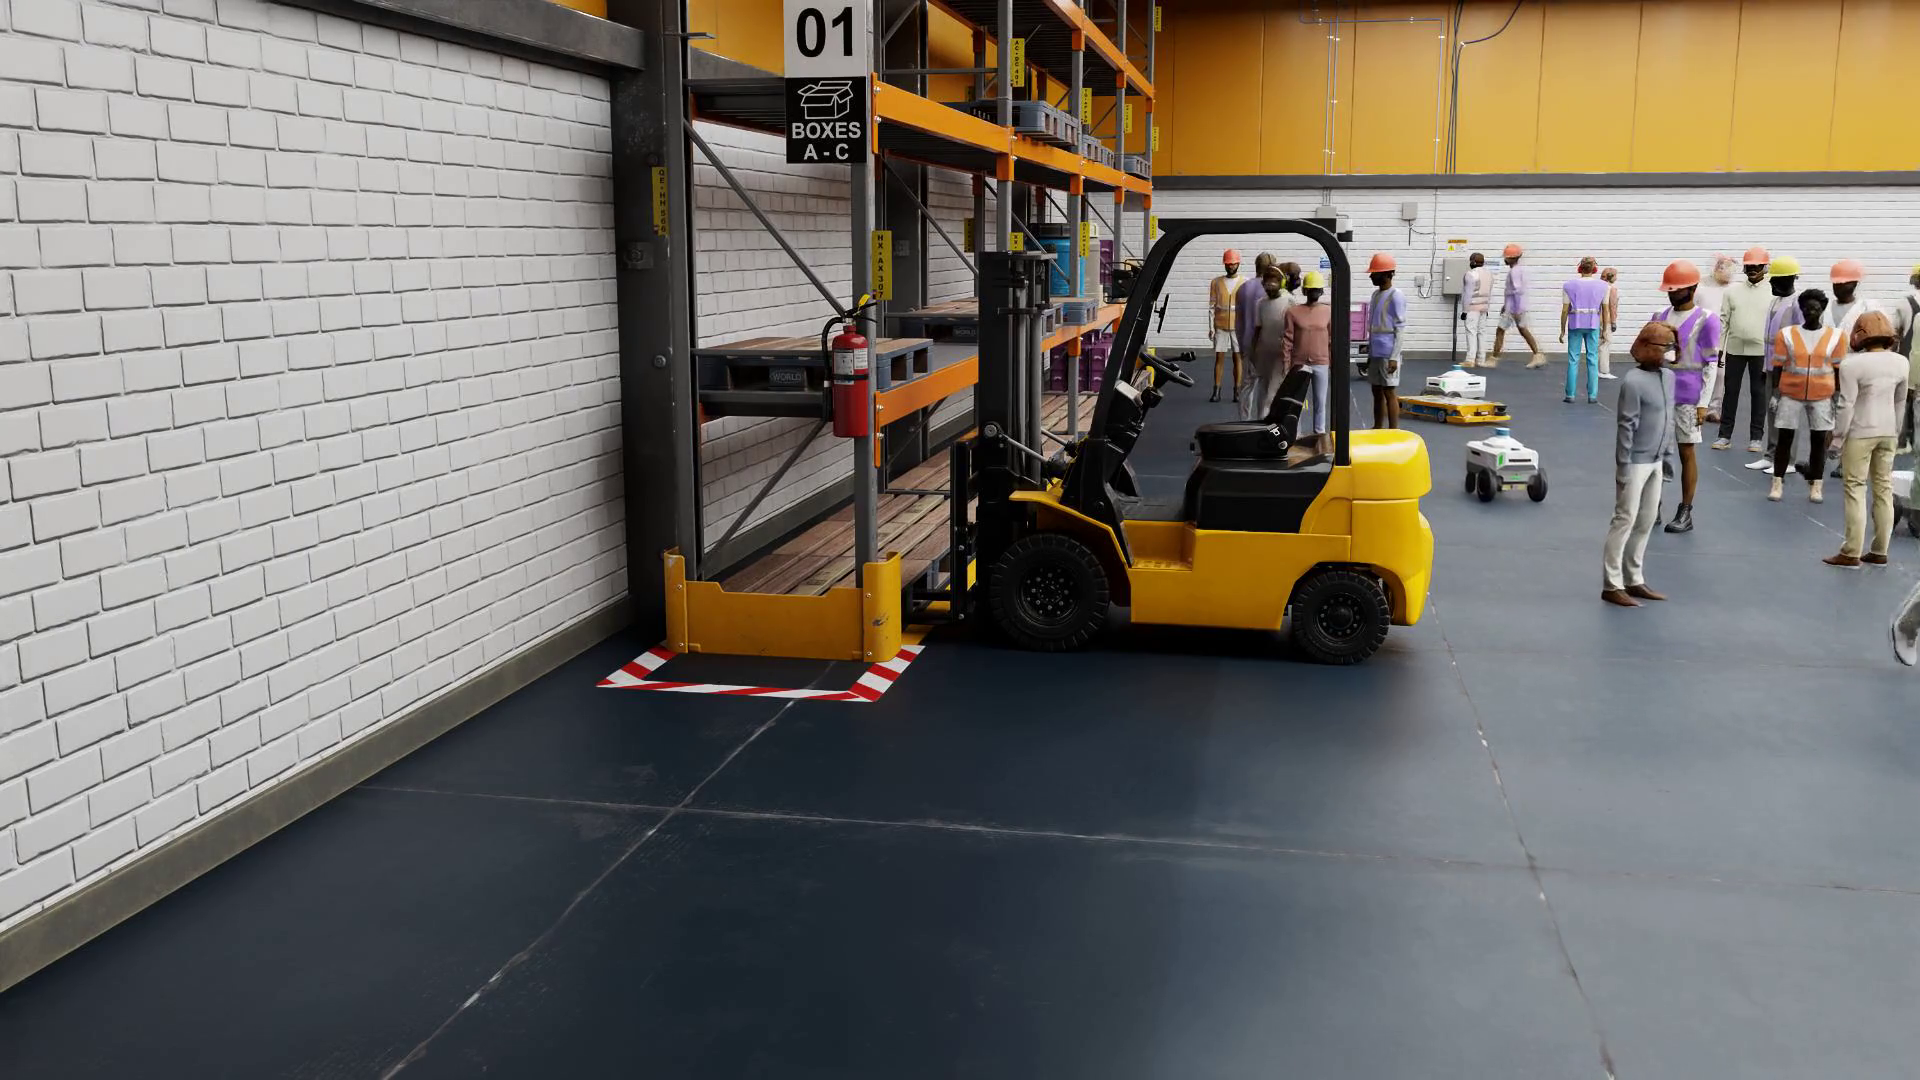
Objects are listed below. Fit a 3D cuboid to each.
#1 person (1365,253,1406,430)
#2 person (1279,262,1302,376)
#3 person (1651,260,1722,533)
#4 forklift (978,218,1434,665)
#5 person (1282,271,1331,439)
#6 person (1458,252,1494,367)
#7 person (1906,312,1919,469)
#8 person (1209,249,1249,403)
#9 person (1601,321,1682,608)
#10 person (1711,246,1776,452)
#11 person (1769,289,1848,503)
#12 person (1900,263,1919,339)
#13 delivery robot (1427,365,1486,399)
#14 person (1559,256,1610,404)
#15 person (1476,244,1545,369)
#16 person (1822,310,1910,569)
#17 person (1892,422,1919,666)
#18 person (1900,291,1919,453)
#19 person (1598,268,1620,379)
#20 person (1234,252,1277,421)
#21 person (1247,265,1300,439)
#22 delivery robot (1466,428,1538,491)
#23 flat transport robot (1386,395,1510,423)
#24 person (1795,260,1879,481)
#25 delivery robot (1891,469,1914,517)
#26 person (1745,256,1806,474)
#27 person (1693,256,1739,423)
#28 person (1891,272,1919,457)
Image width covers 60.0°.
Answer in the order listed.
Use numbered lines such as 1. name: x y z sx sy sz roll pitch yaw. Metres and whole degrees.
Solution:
1. person: 4.135 -1.835 16.299 0.376 1.934 0.547 -3 11 -14
2. person: 3.284 -1.882 16.810 0.429 1.841 0.633 2 11 13
3. person: 5.077 -1.016 11.826 0.372 1.928 0.543 -7 12 -33
4. forklift: 1.285 -0.567 8.635 2.313 2.155 1.214 2 11 11
5. person: 3.335 -1.670 15.861 0.533 1.767 0.315 2 11 11
6. person: 8.283 -3.699 26.773 0.634 1.841 0.429 -7 13 -35
7. person: 8.101 -1.322 13.783 0.587 1.828 0.404 -1 10 -7
8. person: 3.414 -2.703 21.048 0.545 1.939 0.354 2 11 12
9. person: 3.887 -0.429 9.451 0.511 1.622 0.291 -9 14 -40
10. person: 7.720 -1.863 16.284 0.612 1.995 0.375 8 13 36
11. person: 6.664 -1.128 13.114 0.540 1.681 0.350 5 12 27
12. person: 12.680 -2.790 22.062 0.487 1.741 0.313 -2 10 -9
13. delivery robot: 5.944 -1.850 19.905 0.707 0.478 0.477 -5 11 -25
14. person: 7.841 -2.633 20.911 0.565 1.845 0.384 3 11 14
15. person: 8.788 -3.672 26.264 1.041 1.987 0.634 6 12 28
16. person: 5.725 -0.630 10.517 0.501 1.632 0.292 -2 11 -13
17. person: 4.700 -0.136 7.803 0.524 1.624 0.383 -2 10 -9
18. person: 9.396 -1.748 15.994 0.615 1.874 0.513 3 11 16
19. person: 9.545 -3.205 24.621 0.312 1.638 0.512 -2 11 -10
20. person: 3.098 -1.989 17.133 0.352 1.937 0.635 -8 13 -37
21. person: 3.069 -1.754 16.196 0.968 1.807 0.522 -9 13 -39
22. delivery robot: 4.348 -0.654 13.352 0.477 0.478 0.707 -1 10 -5
23. flat transport robot: 5.568 -1.515 19.105 0.652 0.197 1.431 -5 11 -24
24. person: 7.464 -1.434 14.227 1.003 1.880 0.574 -6 12 -31
25. delivery robot: 6.836 -0.340 11.626 0.477 0.478 0.707 -1 10 -4
26. person: 7.261 -1.541 14.714 0.382 1.921 0.591 0 10 1
27. person: 8.330 -2.203 18.516 0.718 1.888 0.429 -2 10 -9
28. person: 9.241 -1.709 15.967 0.542 1.803 0.863 9 14 41
